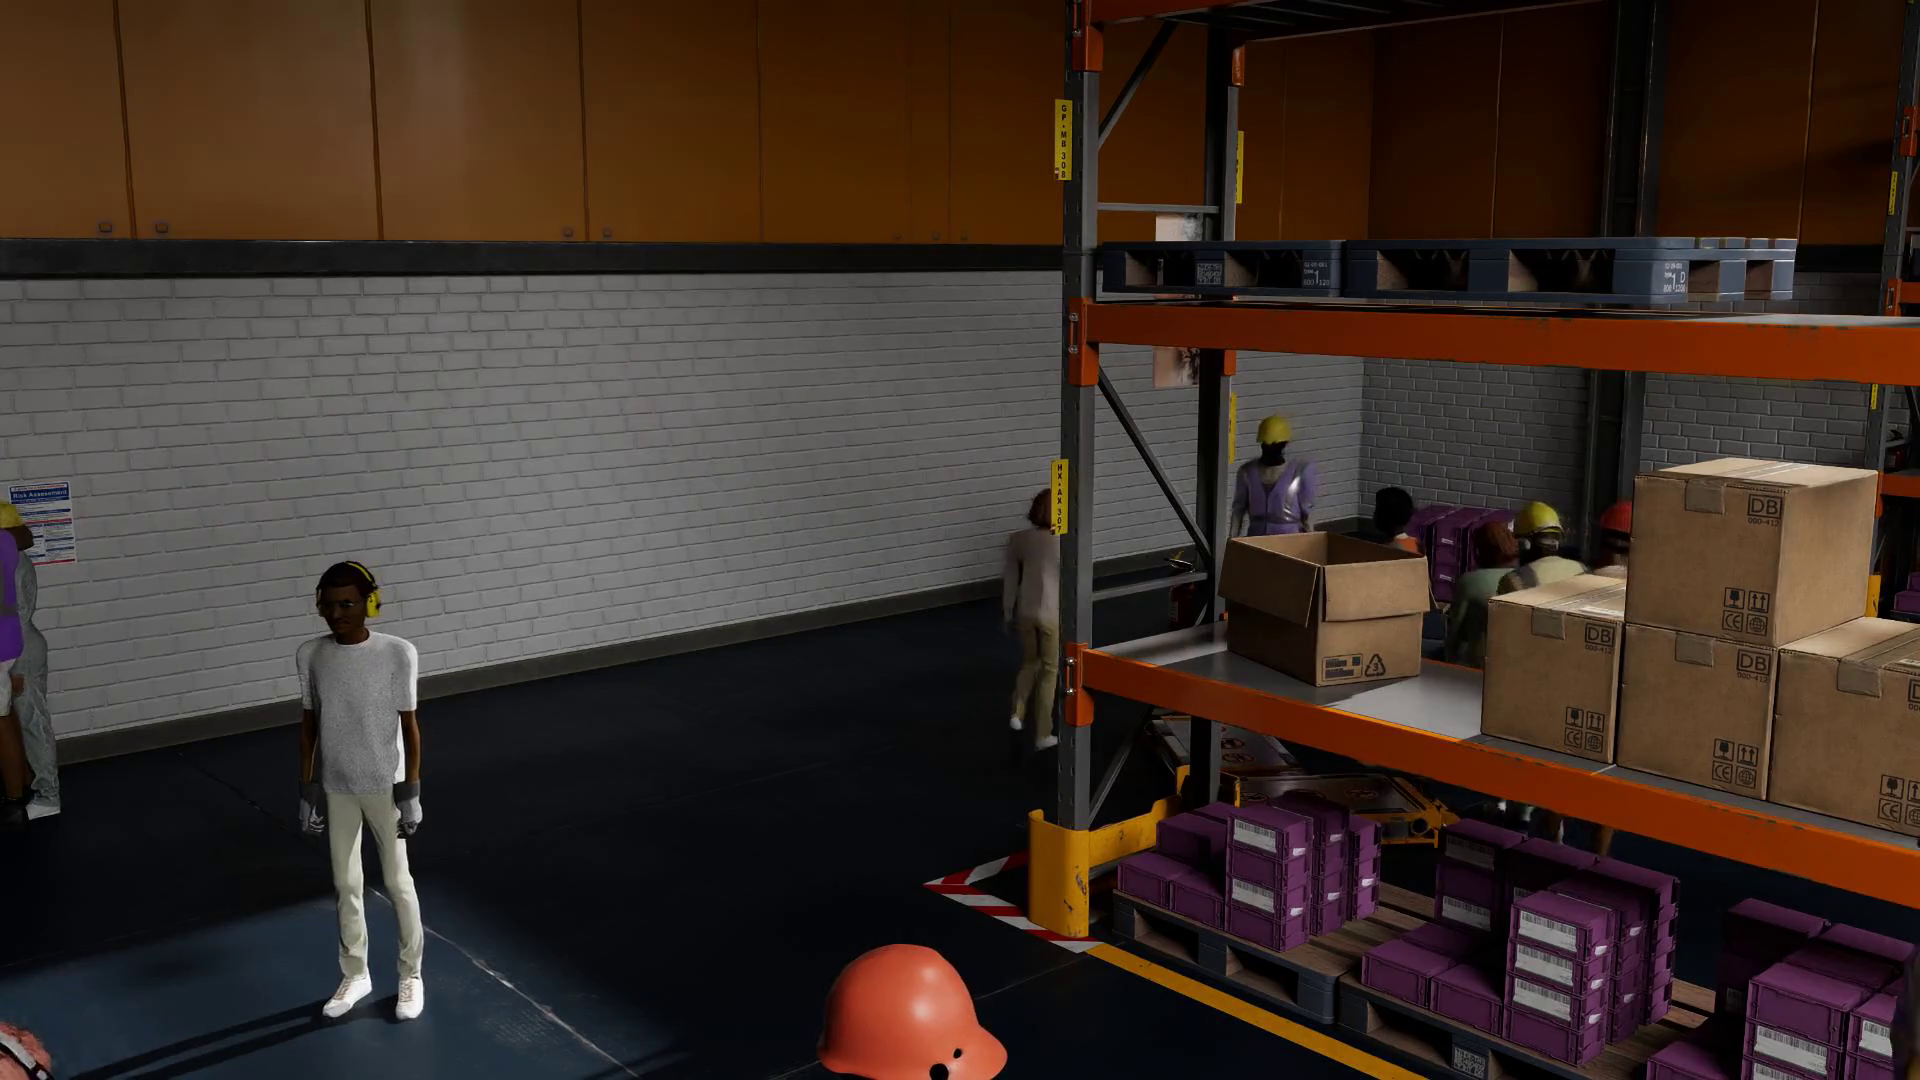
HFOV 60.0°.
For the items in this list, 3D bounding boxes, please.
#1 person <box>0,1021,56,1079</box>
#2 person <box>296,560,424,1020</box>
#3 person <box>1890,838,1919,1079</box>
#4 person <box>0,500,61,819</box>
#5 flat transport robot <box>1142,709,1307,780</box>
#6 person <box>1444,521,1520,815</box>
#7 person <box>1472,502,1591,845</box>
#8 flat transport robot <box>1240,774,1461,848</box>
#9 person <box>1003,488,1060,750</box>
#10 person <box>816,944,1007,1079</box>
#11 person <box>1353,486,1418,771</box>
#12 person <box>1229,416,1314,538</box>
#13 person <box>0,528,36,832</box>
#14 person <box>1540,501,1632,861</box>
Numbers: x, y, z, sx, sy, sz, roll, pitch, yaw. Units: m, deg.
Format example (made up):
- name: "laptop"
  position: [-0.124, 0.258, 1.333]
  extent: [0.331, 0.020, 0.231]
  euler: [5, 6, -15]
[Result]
- name: "person"
  position: [-1.482, 1.648, 2.674]
  extent: [0.649, 1.888, 0.465]
  euler: [0, 10, -2]
- name: "person"
  position: [-2.381, 0.991, 6.604]
  extent: [0.509, 1.864, 0.332]
  euler: [1, 10, 4]
- name: "person"
  position: [2.473, 1.469, 3.985]
  extent: [0.573, 1.809, 0.909]
  euler: [-7, 12, -37]
- name: "person"
  position: [-5.104, 0.642, 8.989]
  extent: [0.319, 1.742, 0.489]
  euler: [-5, 11, -26]
- name: "flat transport robot"
  position: [1.522, 1.255, 9.705]
  extent: [0.652, 0.197, 1.431]
  euler: [-1, 10, -5]
- name: "person"
  position: [2.962, 0.684, 9.211]
  extent: [0.502, 1.581, 0.860]
  euler: [-1, 10, -3]
- name: "person"
  position: [2.881, 0.704, 8.469]
  extent: [0.628, 1.787, 0.748]
  euler: [-5, 11, -28]
- name: "flat transport robot"
  position: [1.883, 1.424, 8.714]
  extent: [1.431, 0.197, 0.652]
  euler: [-1, 10, -5]
- name: "person"
  position: [0.515, 0.487, 10.263]
  extent: [0.519, 1.617, 0.336]
  euler: [7, 12, 35]
- name: "person"
  position: [-0.102, 1.601, 2.801]
  extent: [0.362, 1.939, 0.543]
  euler: [2, 10, 12]
- name: "person"
  position: [2.542, 0.526, 9.840]
  extent: [0.344, 1.690, 0.552]
  euler: [4, 11, 24]
- name: "person"
  position: [2.313, 0.009, 12.319]
  extent: [0.610, 1.881, 0.997]
  euler: [6, 12, 33]
- name: "person"
  position: [-5.130, 0.587, 8.774]
  extent: [0.371, 1.928, 0.543]
  euler: [-2, 10, -12]
- name: "person"
  position: [2.997, 0.766, 7.834]
  extent: [0.600, 1.892, 0.635]
  euler: [-1, 10, -7]
